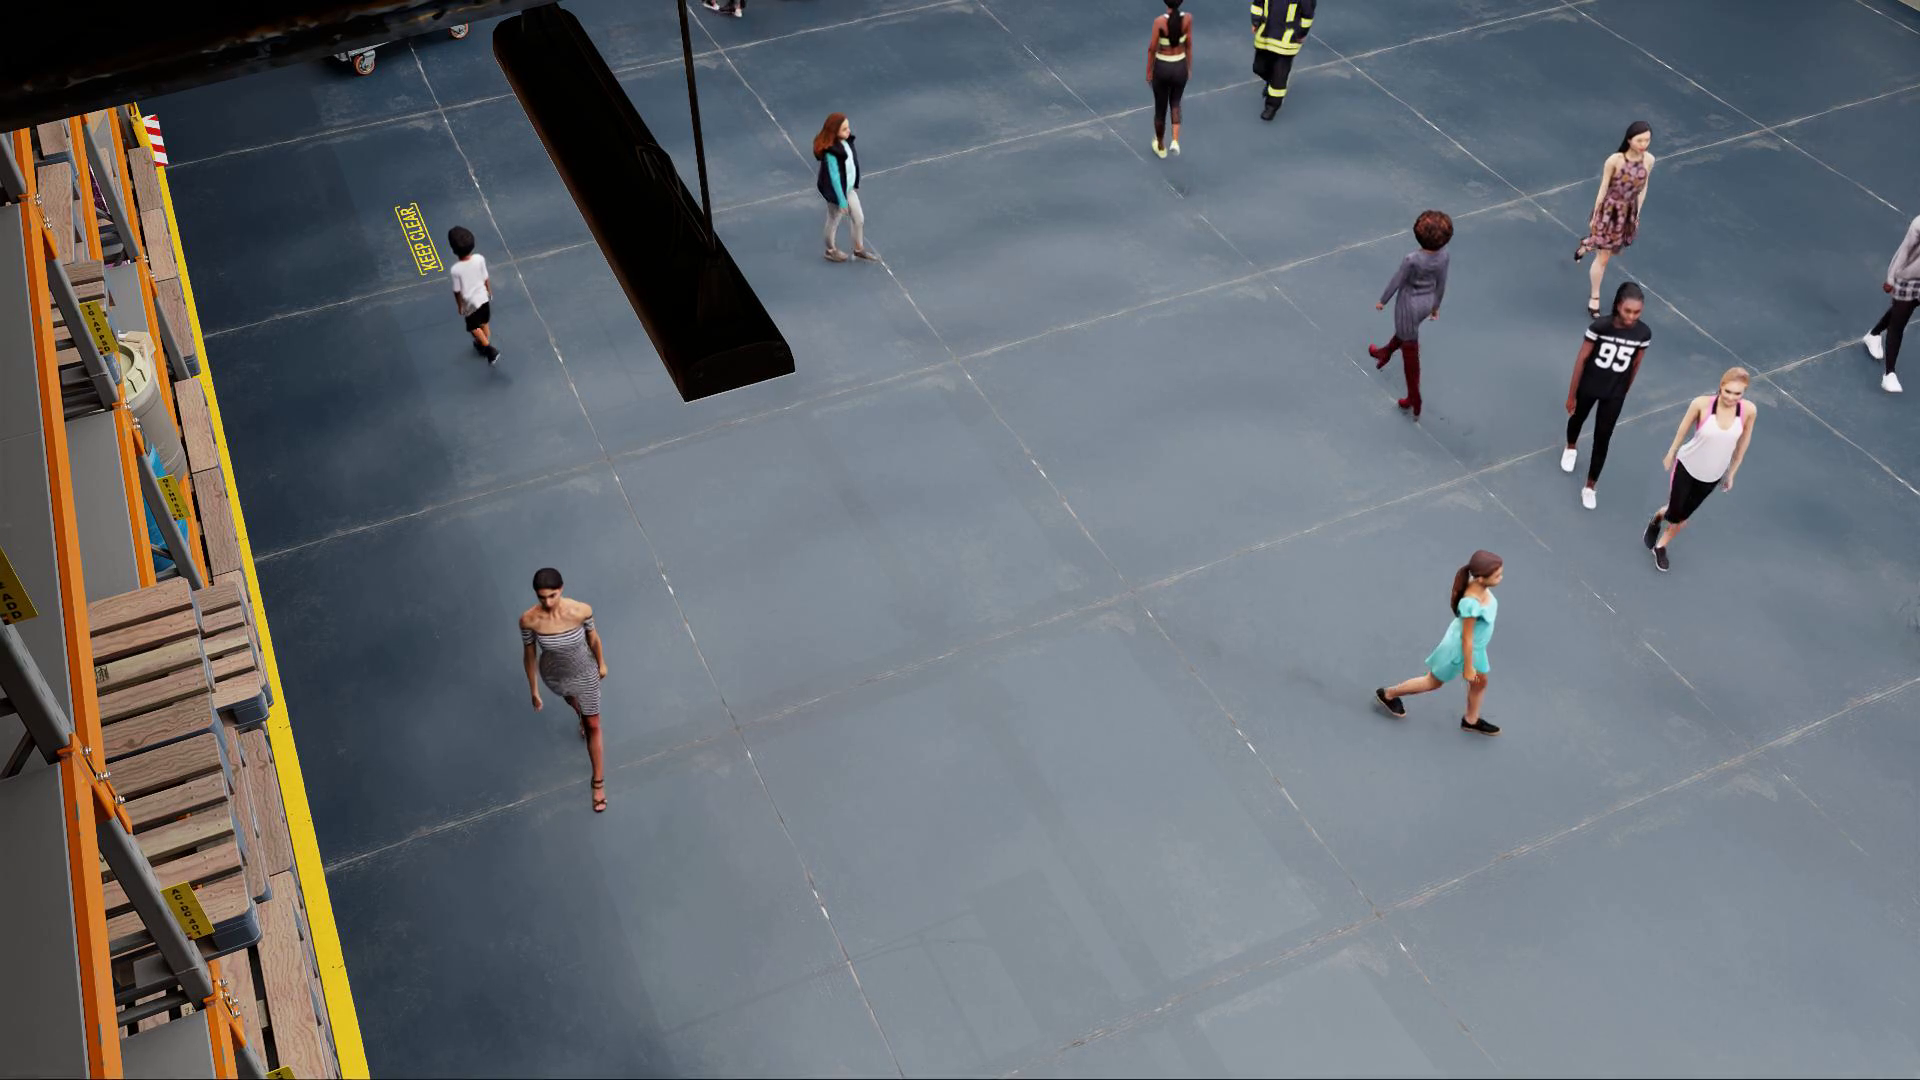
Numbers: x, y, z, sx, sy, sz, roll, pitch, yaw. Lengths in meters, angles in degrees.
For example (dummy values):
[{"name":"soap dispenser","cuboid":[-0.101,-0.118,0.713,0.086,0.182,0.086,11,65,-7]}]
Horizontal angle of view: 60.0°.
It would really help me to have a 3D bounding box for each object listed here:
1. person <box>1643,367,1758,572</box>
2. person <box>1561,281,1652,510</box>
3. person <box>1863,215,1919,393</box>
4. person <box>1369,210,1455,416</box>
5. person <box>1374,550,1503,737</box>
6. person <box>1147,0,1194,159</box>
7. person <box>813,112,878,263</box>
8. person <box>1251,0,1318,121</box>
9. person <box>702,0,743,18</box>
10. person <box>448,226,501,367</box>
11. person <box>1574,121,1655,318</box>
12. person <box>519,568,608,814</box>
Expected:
[{"name":"person","cuboid":[5.157,-0.554,11.615,0.764,1.774,0.825,8,44,8]},{"name":"person","cuboid":[4.717,-1.164,12.310,1.005,1.699,1.099,10,45,11]},{"name":"person","cuboid":[7.628,-2.115,13.285,1.014,1.730,1.227,3,44,4]},{"name":"person","cuboid":[3.567,-1.721,12.915,0.631,1.670,1.066,-16,46,-16]},{"name":"person","cuboid":[3.096,0.663,10.515,1.100,1.528,0.963,20,47,19]},{"name":"person","cuboid":[1.992,-4.336,15.605,0.691,1.746,0.793,-6,44,-6]},{"name":"person","cuboid":[-1.112,-3.055,14.453,0.862,1.480,0.800,15,46,15]},{"name":"person","cuboid":[3.170,-5.074,16.257,0.998,1.916,1.066,22,48,22]},{"name":"person","cuboid":[-2.485,-6.396,17.873,0.732,1.600,0.864,-32,52,-29]},{"name":"person","cuboid":[-3.913,-1.957,13.466,0.620,1.251,0.783,-33,53,-30]},{"name":"person","cuboid":[5.437,-2.731,13.911,0.810,1.758,1.021,-4,44,-5]},{"name":"person","cuboid":[-2.403,0.768,10.233,0.799,1.767,1.141,-7,44,-7]}]
